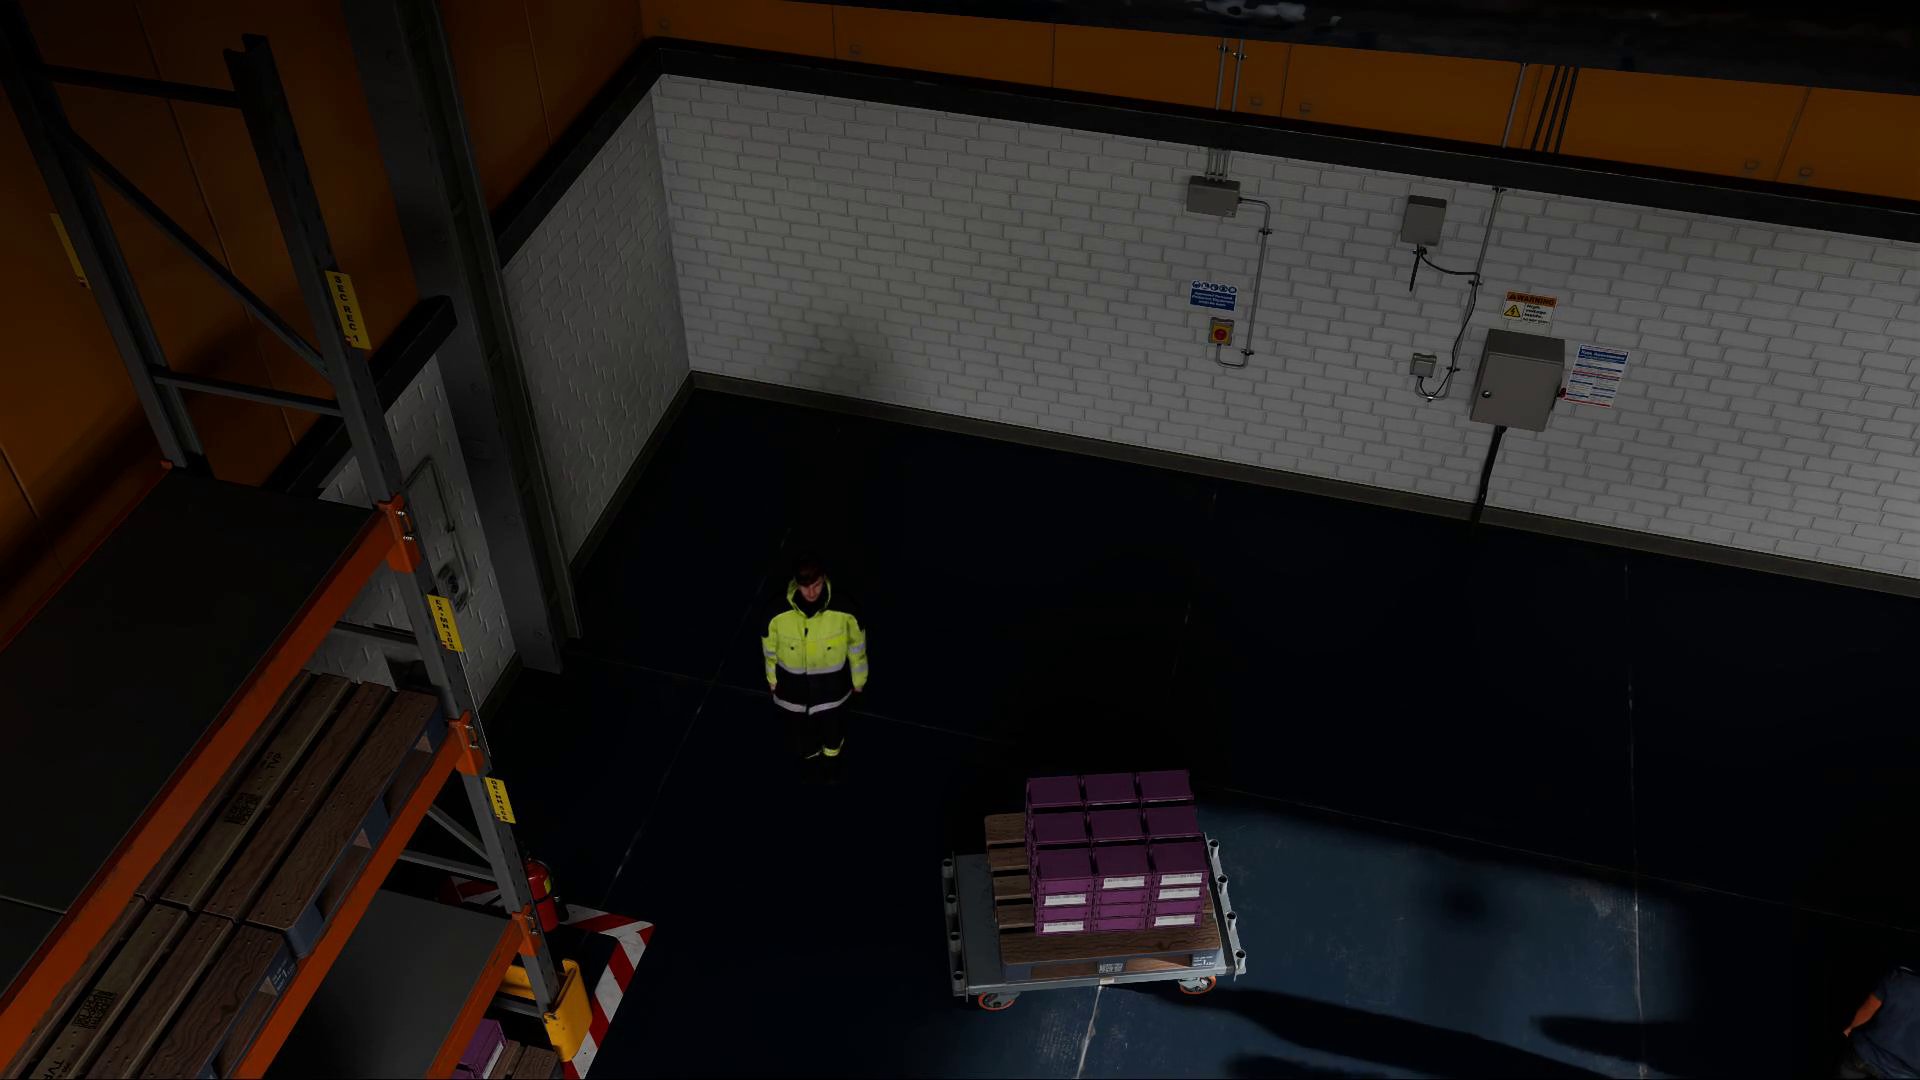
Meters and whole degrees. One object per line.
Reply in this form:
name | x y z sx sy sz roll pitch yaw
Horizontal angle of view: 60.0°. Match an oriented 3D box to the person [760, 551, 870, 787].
person | -0.884 0.729 10.081 0.893 1.964 0.876 -6 44 -6
